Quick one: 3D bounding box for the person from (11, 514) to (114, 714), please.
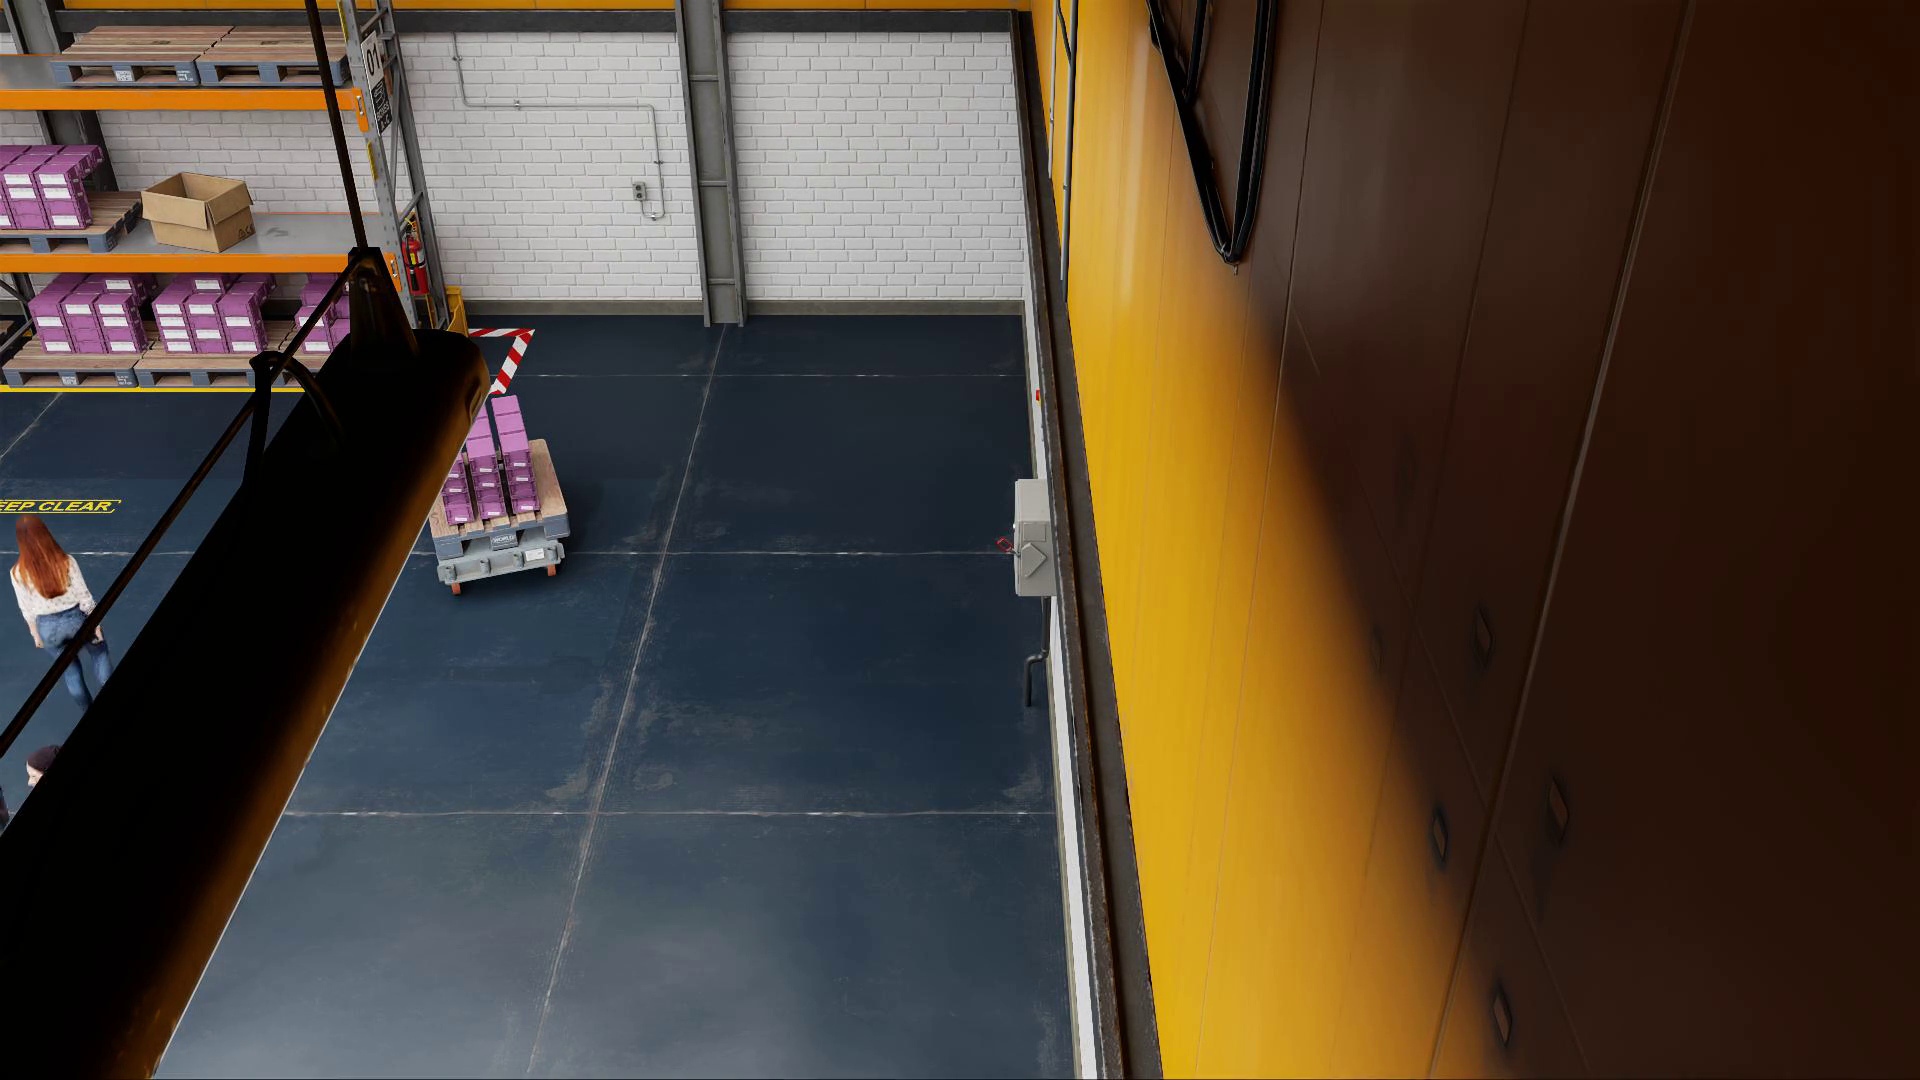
[{"bbox_3d":[-5.857,0.614,10.908,0.730,1.718,0.785,-17,37,-24],"label":"person"}]
